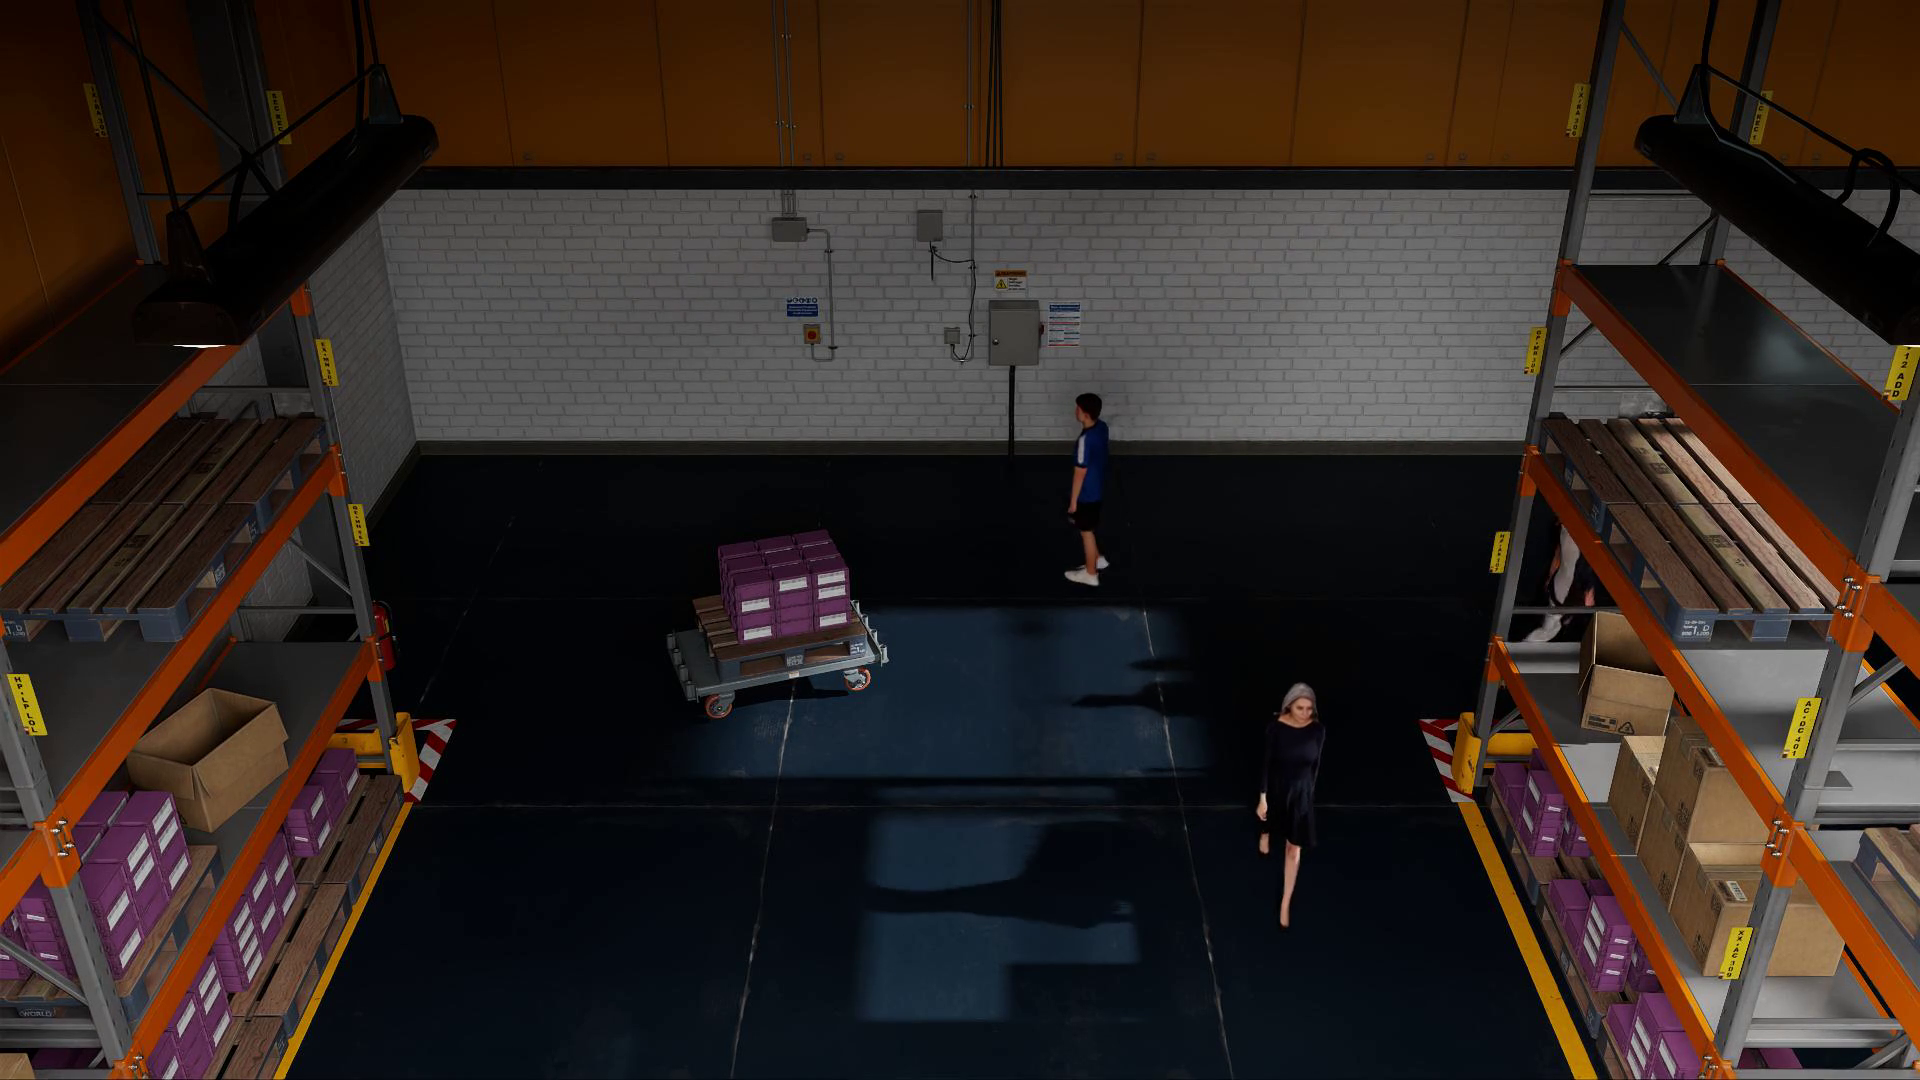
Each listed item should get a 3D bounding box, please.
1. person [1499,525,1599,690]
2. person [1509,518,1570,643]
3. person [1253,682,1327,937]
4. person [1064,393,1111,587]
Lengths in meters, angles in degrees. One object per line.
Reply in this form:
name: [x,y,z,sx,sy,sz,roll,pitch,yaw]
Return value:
person: [4.704,0.461,13.054,0.849,1.862,1.154,-4,29,-8]
person: [4.954,0.301,13.581,0.962,1.639,0.941,23,36,36]
person: [2.130,1.661,11.020,0.624,1.704,1.158,2,29,4]
person: [1.217,-0.430,14.693,0.834,1.857,0.722,9,30,16]
